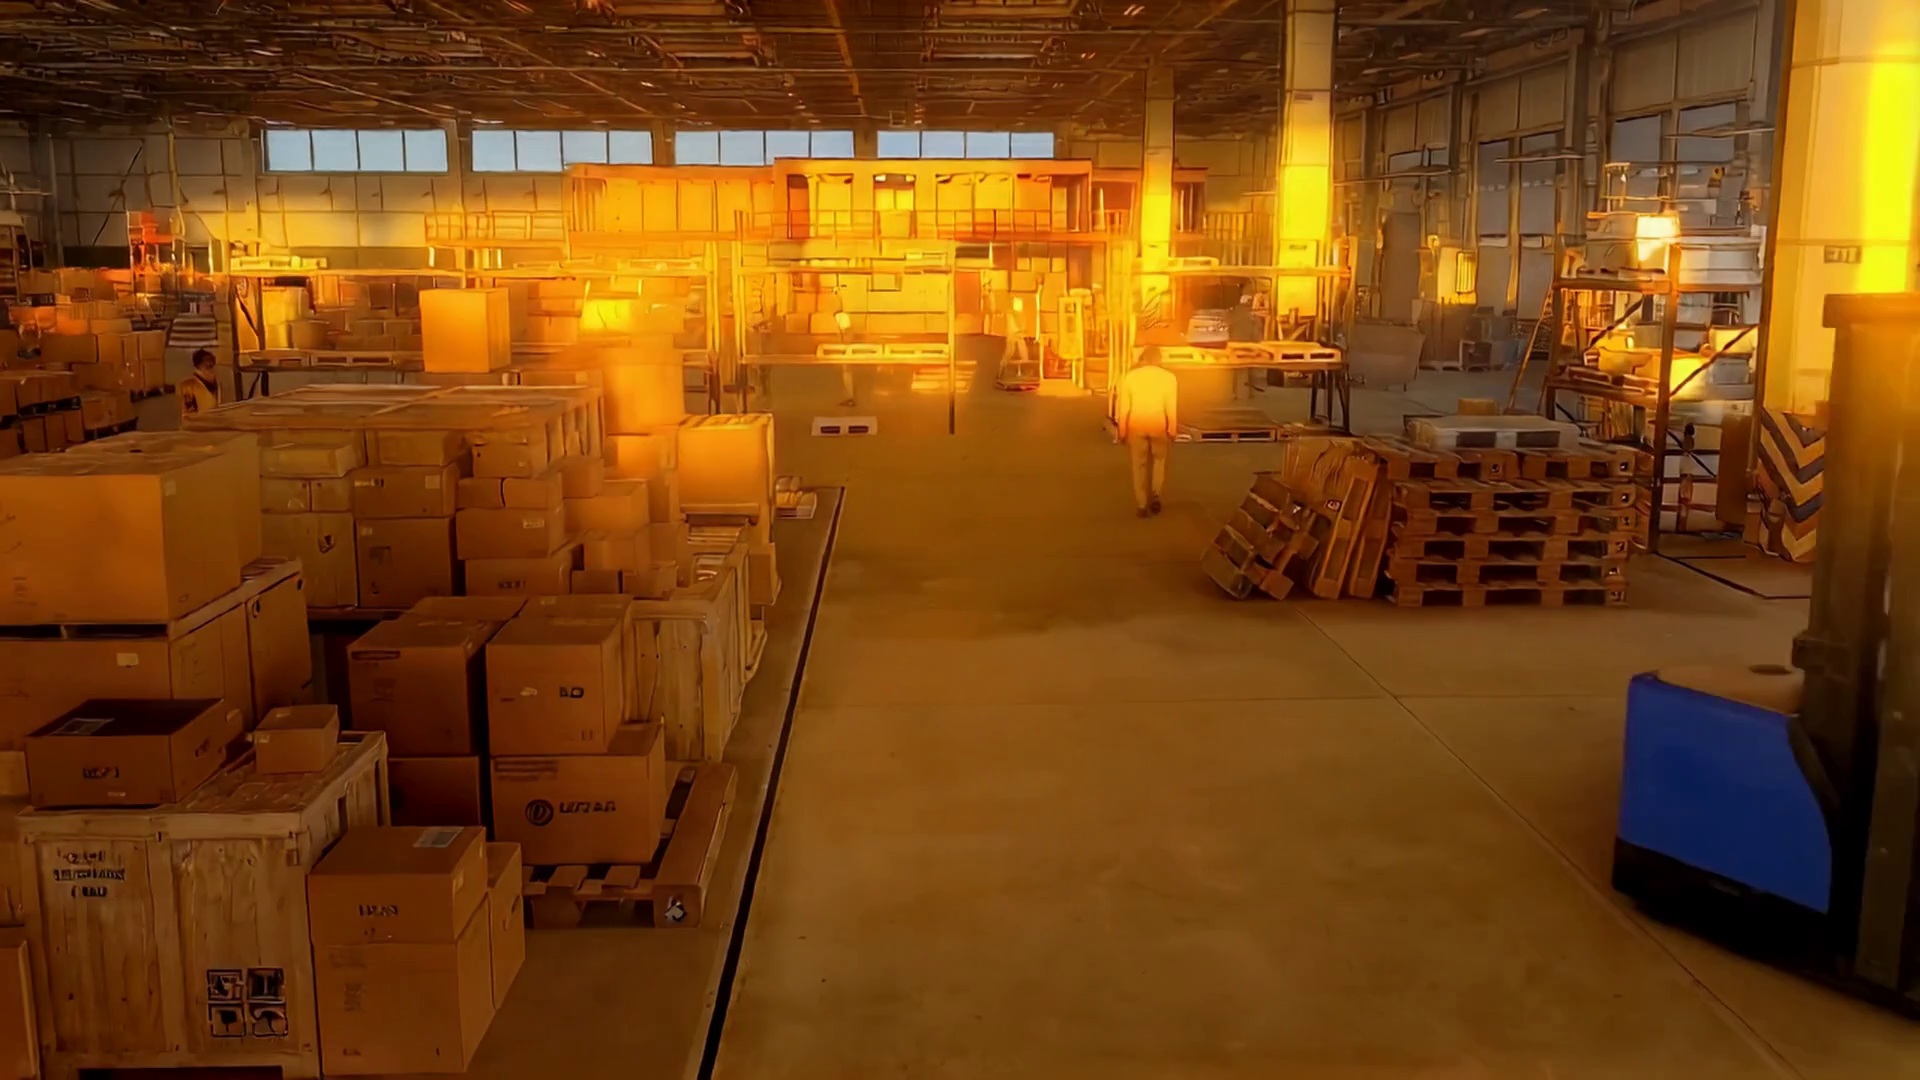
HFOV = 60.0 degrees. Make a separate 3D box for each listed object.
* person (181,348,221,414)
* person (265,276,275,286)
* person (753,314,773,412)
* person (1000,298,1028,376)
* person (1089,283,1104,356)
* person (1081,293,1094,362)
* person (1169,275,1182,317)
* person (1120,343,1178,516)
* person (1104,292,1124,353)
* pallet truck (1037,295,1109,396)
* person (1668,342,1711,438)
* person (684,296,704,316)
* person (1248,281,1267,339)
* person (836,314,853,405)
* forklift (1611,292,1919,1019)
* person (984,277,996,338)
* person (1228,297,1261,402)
[{"bbox_3d":[-8.065,-1.094,17.758,0.371,1.916,0.597,1,10,6],"label":"person"},{"bbox_3d":[-21.227,-7.168,51.361,0.650,2.001,0.590,10,14,43],"label":"person"},{"bbox_3d":[-3.501,-3.108,29.415,0.329,1.762,0.523,2,10,12],"label":"person"},{"bbox_3d":[1.250,-4.456,36.842,0.947,1.799,0.627,10,14,44],"label":"person"},{"bbox_3d":[3.631,-5.860,44.259,0.414,1.936,0.605,1,10,7],"label":"person"},{"bbox_3d":[3.130,-5.353,41.967,0.490,1.743,0.324,8,13,37],"label":"person"},{"bbox_3d":[8.628,-9.951,66.971,0.621,1.973,0.681,9,14,41],"label":"person"},{"bbox_3d":[2.091,-1.223,18.479,0.643,1.920,0.529,2,10,9],"label":"person"},{"bbox_3d":[3.464,-4.514,36.830,0.582,1.917,0.414,-4,11,-21],"label":"person"},{"bbox_3d":[2.483,-3.881,33.060,1.885,1.965,0.823,-7,13,-36],"label":"pallet truck"},{"bbox_3d":[9.328,-1.699,21.188,0.555,1.905,0.944,-6,12,-30],"label":"person"},{"bbox_3d":[-5.614,-4.240,35.350,0.590,1.903,0.772,9,13,40],"label":"person"},{"bbox_3d":[8.246,-6.197,46.127,0.544,1.939,0.355,-1,10,-4],"label":"person"},{"bbox_3d":[-2.147,-3.362,31.008,0.320,1.695,0.538,-2,10,-12],"label":"person"},{"bbox_3d":[3.897,0.368,6.933,1.129,2.768,1.873,-6,12,-30],"label":"forklift"},{"bbox_3d":[0.948,-7.310,52.372,0.368,1.932,0.623,2,10,9],"label":"person"},{"bbox_3d":[5.400,-3.621,31.618,0.623,1.992,0.396,2,10,10],"label":"person"}]
